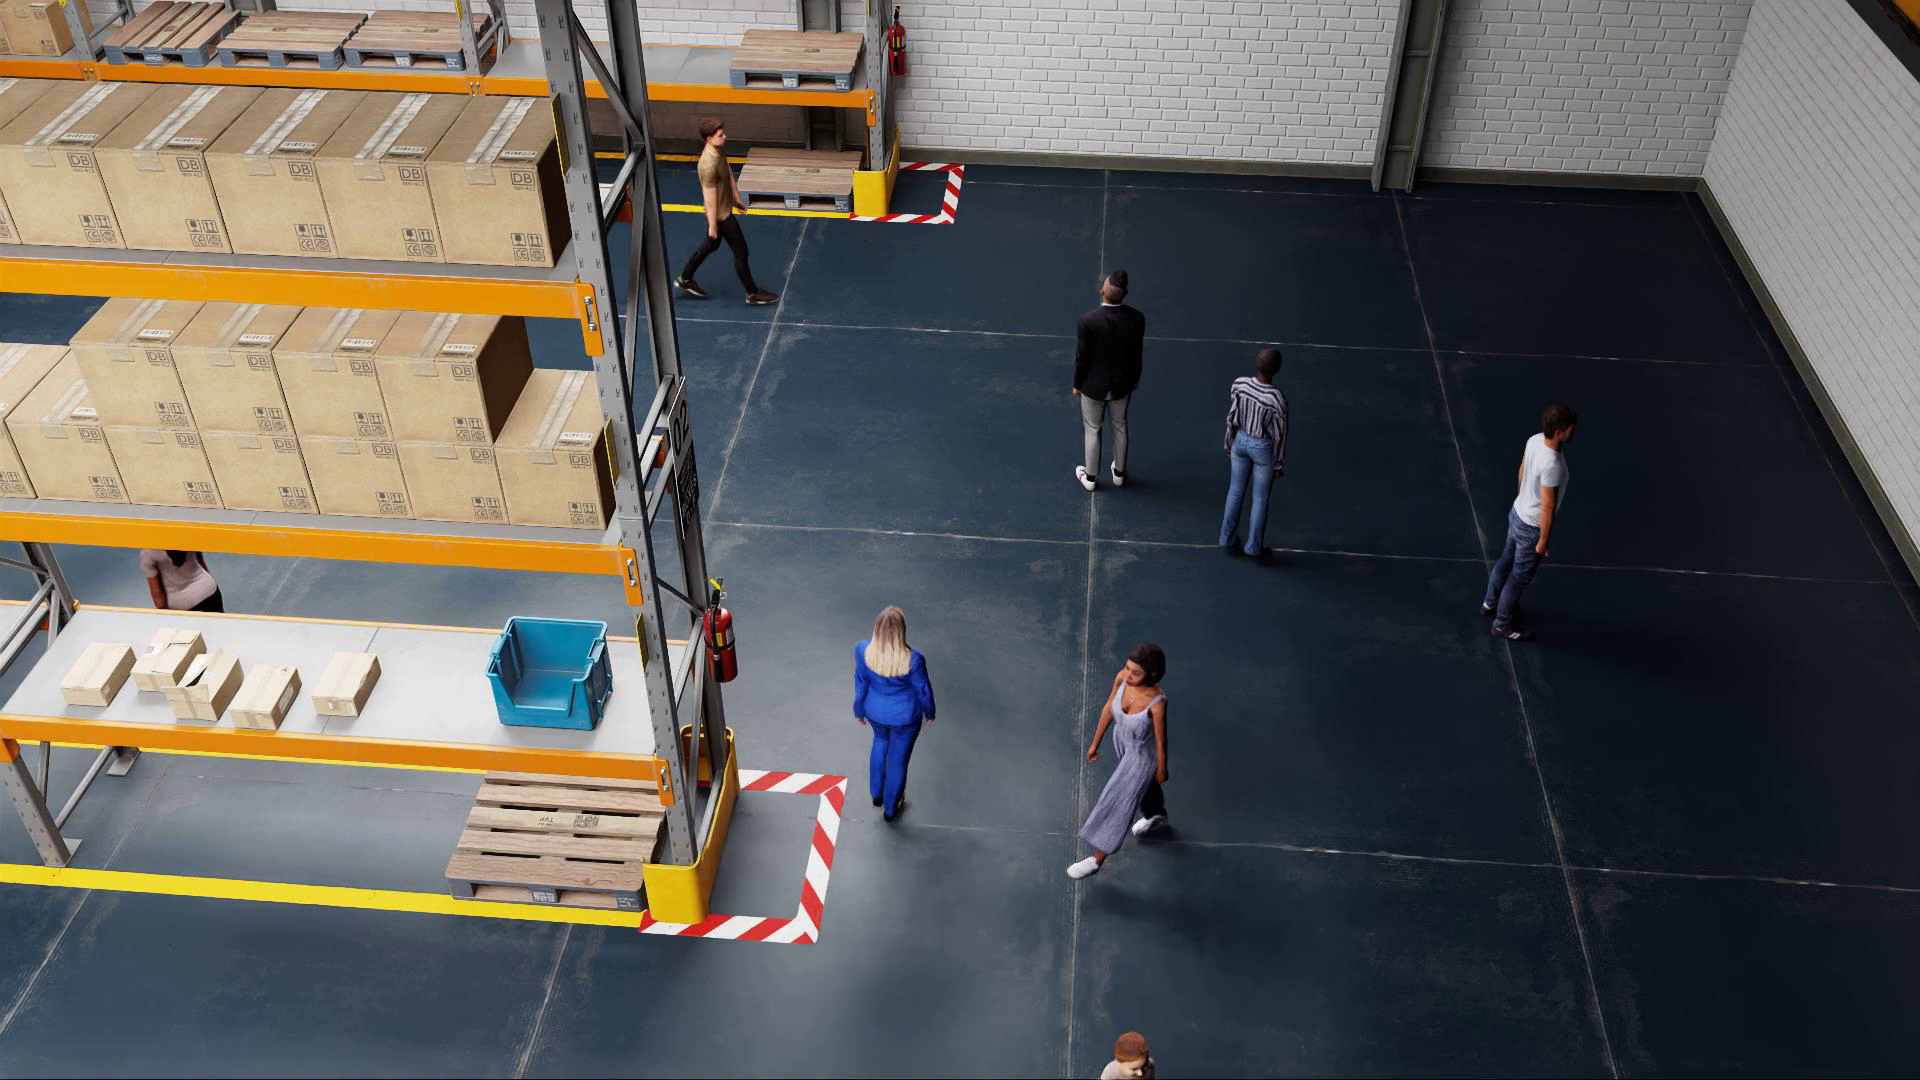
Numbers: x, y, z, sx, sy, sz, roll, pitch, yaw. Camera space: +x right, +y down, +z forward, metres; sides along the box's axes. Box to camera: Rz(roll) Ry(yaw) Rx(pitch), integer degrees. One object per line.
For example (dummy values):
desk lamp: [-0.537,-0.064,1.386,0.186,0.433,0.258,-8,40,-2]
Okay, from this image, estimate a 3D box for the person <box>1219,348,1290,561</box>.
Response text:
person: [2.158,-0.627,12.175,0.677,1.794,0.779,27,46,30]

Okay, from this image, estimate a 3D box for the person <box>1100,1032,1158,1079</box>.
person: [0.796,2.817,8.348,0.583,1.189,0.657,-15,41,-17]

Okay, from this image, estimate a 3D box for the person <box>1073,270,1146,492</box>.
person: [1.144,-1.244,12.824,0.648,1.950,0.832,-8,39,-9]

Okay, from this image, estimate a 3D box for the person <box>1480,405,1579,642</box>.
person: [3.944,-0.137,11.506,0.564,1.865,0.666,-1,39,-2]

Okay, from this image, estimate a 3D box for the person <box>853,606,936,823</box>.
person: [-0.437,1.127,10.065,0.594,1.688,0.746,12,40,14]

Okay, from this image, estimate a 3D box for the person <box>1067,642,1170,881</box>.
person: [1.130,1.235,9.956,1.149,1.656,0.986,-21,43,-24]

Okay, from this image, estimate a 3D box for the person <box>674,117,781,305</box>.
person: [-2.262,-2.966,15.086,1.245,1.818,0.753,-1,39,-1]
